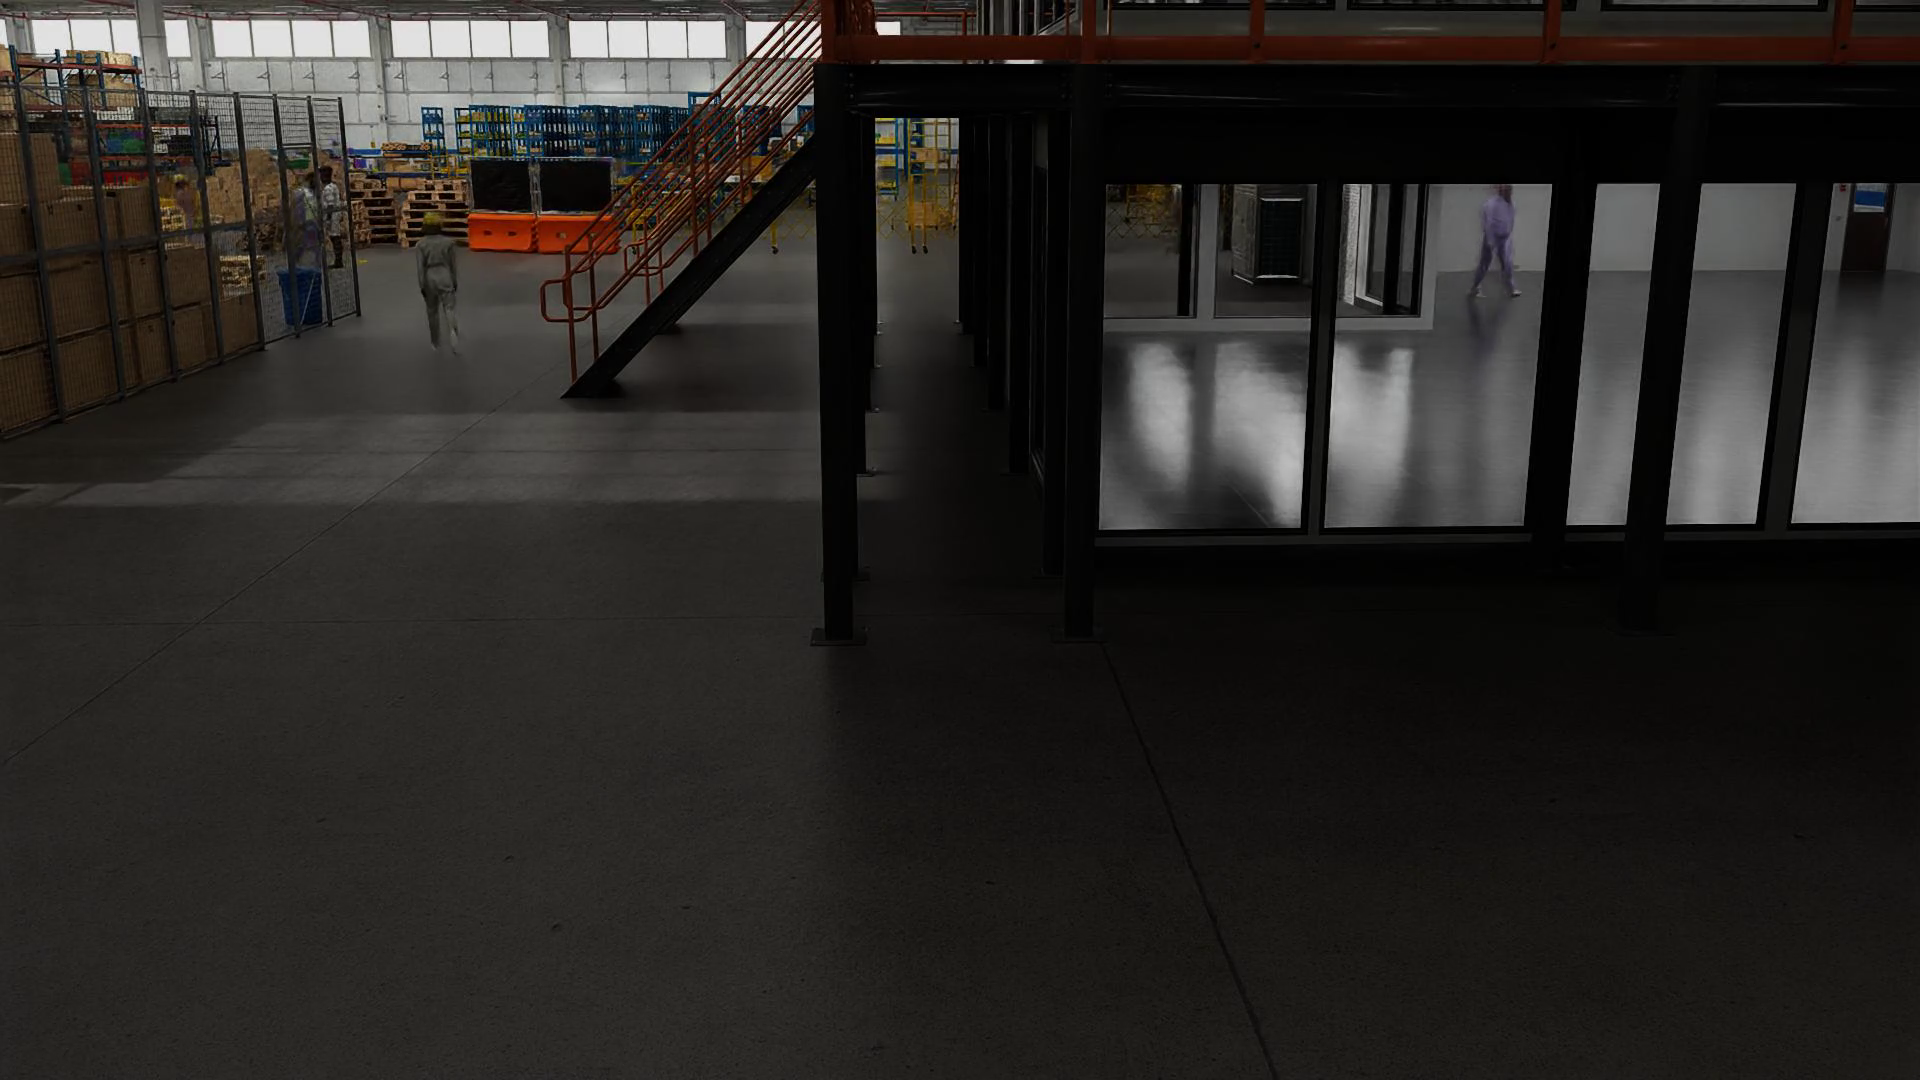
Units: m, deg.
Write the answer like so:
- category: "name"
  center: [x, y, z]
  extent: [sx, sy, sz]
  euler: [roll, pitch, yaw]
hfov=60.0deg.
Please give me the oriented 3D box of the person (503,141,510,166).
- category: "person"
  center: [-24.338, -20.455, 89.211]
  extent: [0.586, 1.835, 0.403]
  euler: [10, 17, 36]

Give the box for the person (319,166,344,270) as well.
- category: "person"
  center: [-12.003, -6.147, 31.753]
  extent: [0.367, 1.966, 0.605]
  euler: [-3, 14, -10]

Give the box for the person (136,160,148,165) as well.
- category: "person"
  center: [-33.990, -15.425, 69.316]
  extent: [0.558, 1.725, 0.872]
  euler: [-5, 15, -18]

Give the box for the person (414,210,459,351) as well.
- category: "person"
  center: [-6.327, -3.124, 20.157]
  extent: [0.490, 1.722, 0.677]
  euler: [-6, 15, -23]

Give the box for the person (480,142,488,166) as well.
- category: "person"
  center: [-23.383, -18.706, 81.974]
  extent: [0.765, 1.959, 0.651]
  euler: [-4, 15, -17]

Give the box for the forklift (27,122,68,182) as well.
- category: "forklift"
  center: [-35.376, -14.773, 64.377]
  extent: [1.129, 2.768, 1.873]
  euler: [-1, 14, -2]

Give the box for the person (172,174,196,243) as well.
- category: "person"
  center: [-15.703, -6.486, 33.536]
  extent: [0.571, 1.745, 0.546]
  euler: [2, 14, 8]

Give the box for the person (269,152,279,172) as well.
- category: "person"
  center: [-23.150, -12.154, 56.107]
  extent: [0.624, 1.794, 0.854]
  euler: [0, 14, -1]

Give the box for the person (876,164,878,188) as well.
- category: "person"
  center: [-2.891, -11.181, 52.042]
  extent: [0.656, 1.887, 0.744]
  euler: [2, 14, 8]

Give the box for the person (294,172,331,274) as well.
- category: "person"
  center: [-12.121, -5.904, 30.970]
  extent: [0.797, 1.876, 0.626]
  euler: [8, 16, 28]

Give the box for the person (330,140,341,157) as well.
- category: "person"
  center: [-32.446, -19.861, 86.712]
  extent: [0.612, 1.905, 0.641]
  euler: [4, 15, 15]

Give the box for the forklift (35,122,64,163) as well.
- category: "forklift"
  center: [-38.510, -16.274, 70.377]
  extent: [1.129, 2.768, 1.873]
  euler: [-1, 14, -3]
